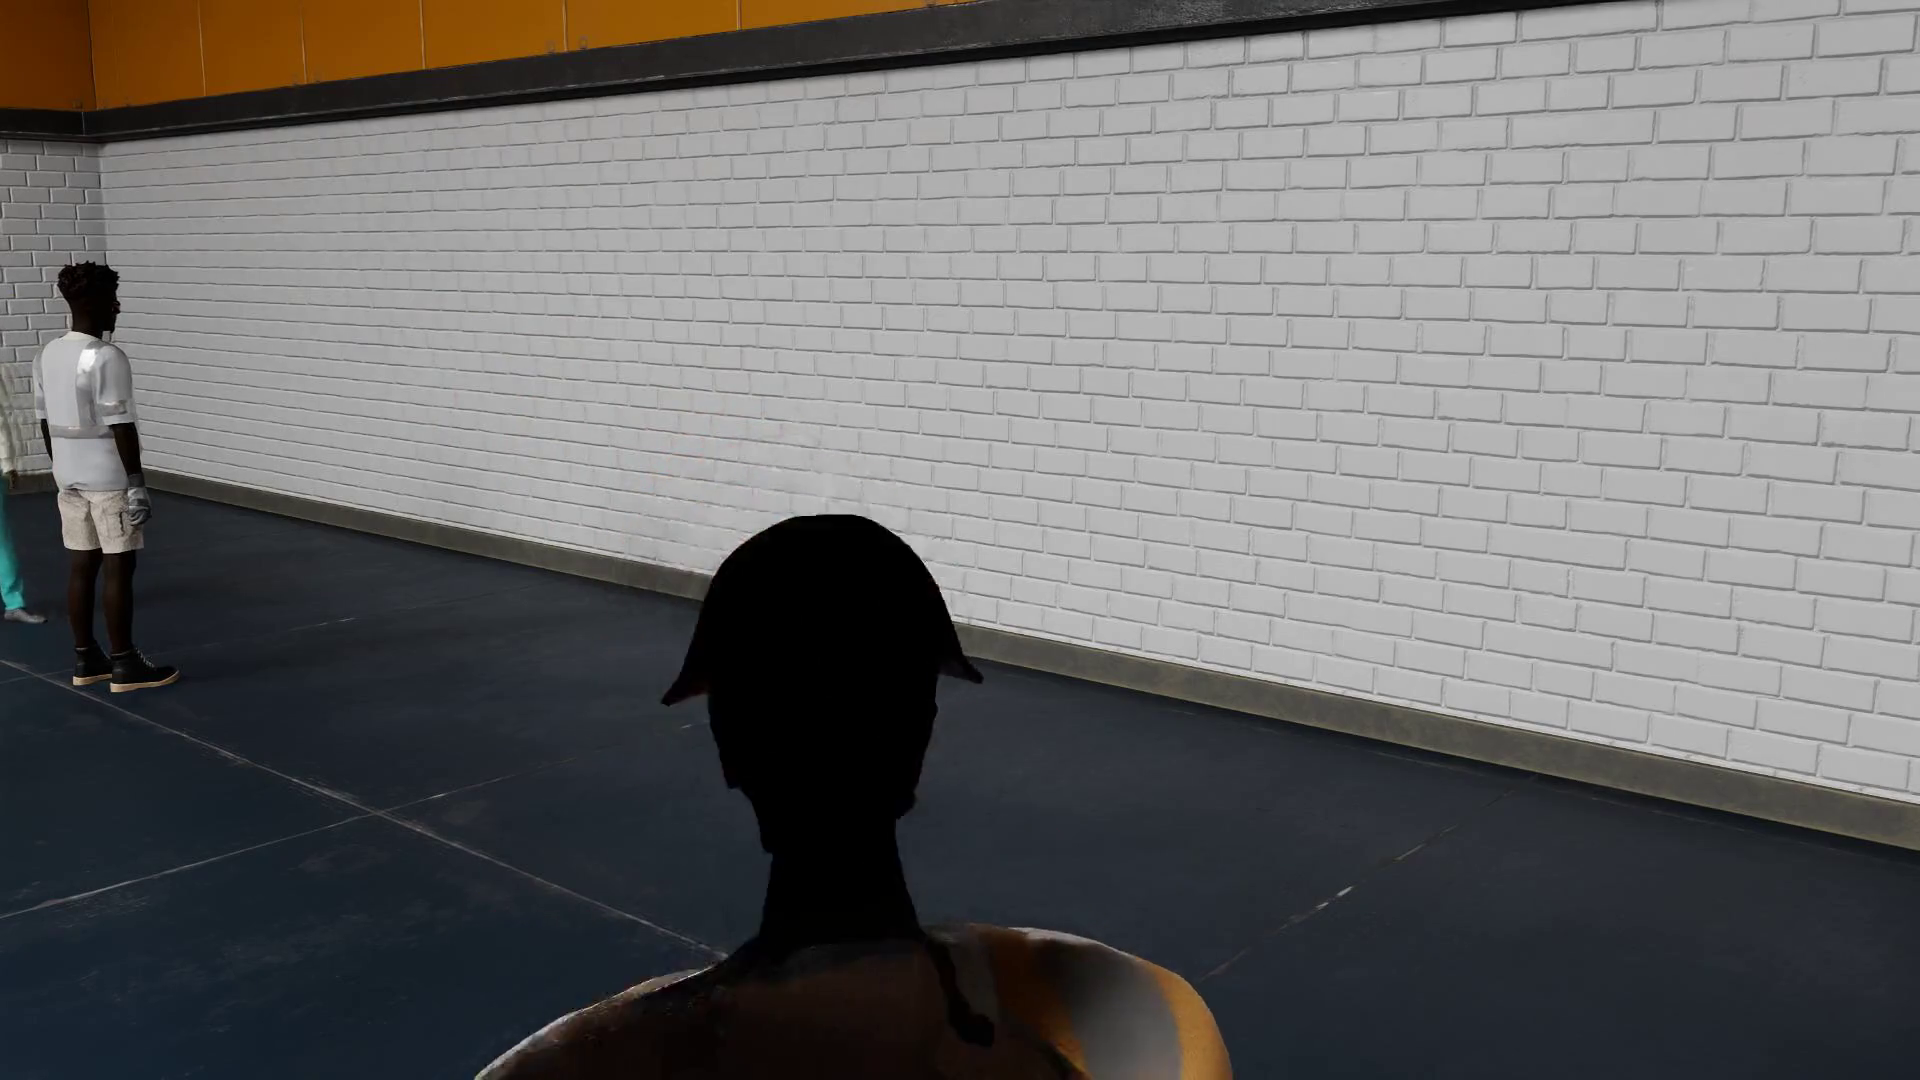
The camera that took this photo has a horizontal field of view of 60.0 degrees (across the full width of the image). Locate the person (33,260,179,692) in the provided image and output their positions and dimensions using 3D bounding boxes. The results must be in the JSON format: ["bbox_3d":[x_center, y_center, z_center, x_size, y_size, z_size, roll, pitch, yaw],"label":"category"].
[{"bbox_3d":[-3.934,-0.286,7.621,0.614,1.964,0.361,6,11,29],"label":"person"}]

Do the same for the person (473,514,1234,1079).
[{"bbox_3d":[-0.089,0.867,1.163,0.549,1.925,0.606,-4,11,-20],"label":"person"}]

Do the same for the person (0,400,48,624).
[{"bbox_3d":[-5.280,-0.379,8.856,0.686,1.729,0.352,2,10,12],"label":"person"}]
